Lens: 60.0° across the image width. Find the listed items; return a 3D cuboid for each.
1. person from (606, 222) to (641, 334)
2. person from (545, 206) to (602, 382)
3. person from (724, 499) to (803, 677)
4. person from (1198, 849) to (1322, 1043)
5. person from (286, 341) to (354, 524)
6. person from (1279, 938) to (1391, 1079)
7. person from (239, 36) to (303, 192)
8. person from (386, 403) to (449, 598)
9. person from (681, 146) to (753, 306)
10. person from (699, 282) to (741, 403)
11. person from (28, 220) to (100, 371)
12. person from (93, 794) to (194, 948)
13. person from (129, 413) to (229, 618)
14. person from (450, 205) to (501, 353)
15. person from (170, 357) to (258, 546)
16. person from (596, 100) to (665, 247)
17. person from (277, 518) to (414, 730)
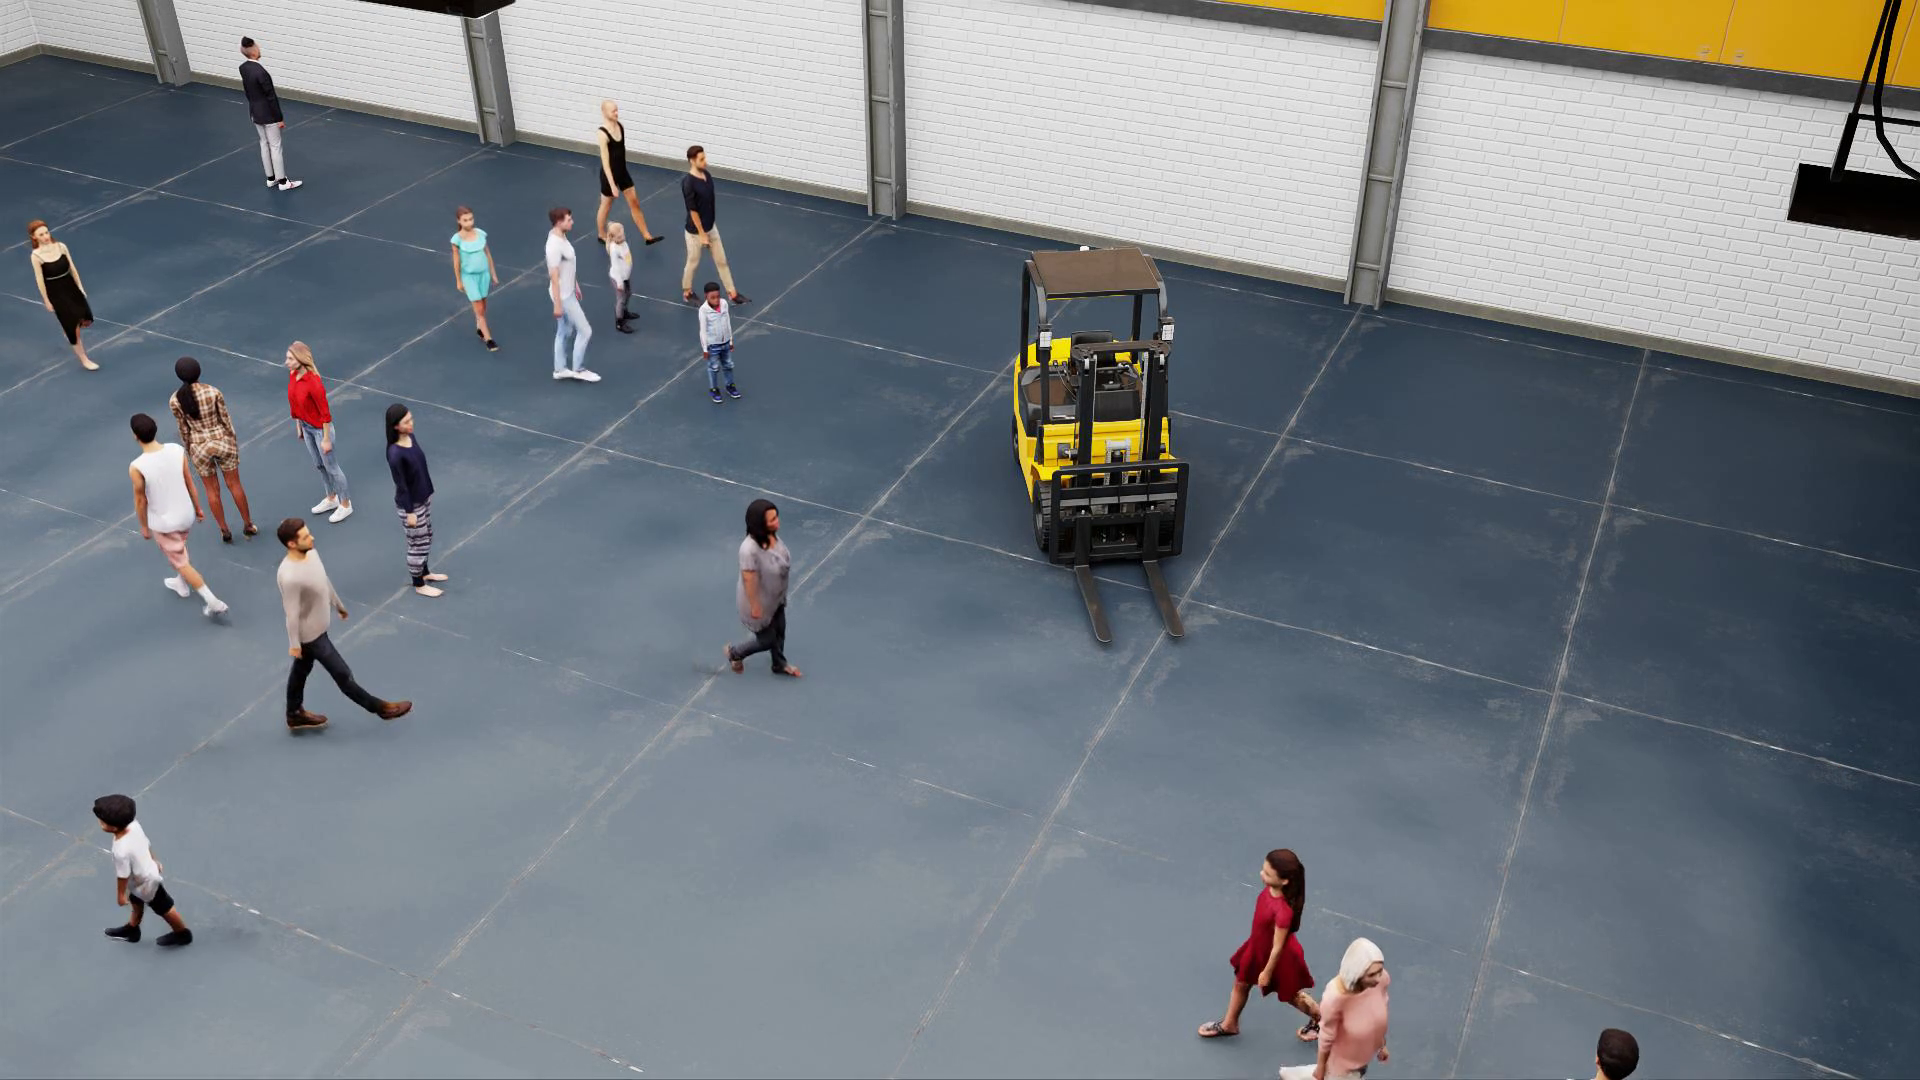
[{"bbox_3d":[-3.636,-2.814,17.716,0.610,1.258,0.665,-2,34,-3],"label":"person"},{"bbox_3d":[-4.057,-2.434,16.627,0.891,1.829,0.840,-4,34,-6],"label":"person"},{"bbox_3d":[-1.549,0.388,12.592,0.839,1.597,0.696,10,35,14],"label":"person"},{"bbox_3d":[1.905,2.390,9.644,1.106,1.527,0.871,-2,34,-4],"label":"person"},{"bbox_3d":[-5.611,-0.956,14.518,0.511,1.705,0.713,22,40,30],"label":"person"},{"bbox_3d":[2.047,2.717,8.995,0.917,1.701,1.134,-23,40,-31],"label":"person"},{"bbox_3d":[-8.779,-5.403,20.986,0.591,1.950,0.815,22,39,29],"label":"person"},{"bbox_3d":[-4.470,-0.341,13.567,0.662,1.733,0.680,0,34,-1],"label":"person"},{"bbox_3d":[-2.878,-3.372,18.047,1.044,1.821,0.688,17,37,23],"label":"person"},{"bbox_3d":[-2.404,-1.987,16.473,0.570,1.257,0.612,-20,39,-27],"label":"person"},{"bbox_3d":[-9.193,-2.516,16.952,0.811,1.607,0.631,18,38,25],"label":"person"},{"bbox_3d":[-5.041,2.079,10.369,0.846,1.242,0.744,-6,34,-9],"label":"person"},{"bbox_3d":[-6.255,-0.152,13.263,1.139,1.754,0.744,19,38,26],"label":"person"},{"bbox_3d":[-5.104,-2.783,17.414,0.783,1.541,0.963,-24,41,-32],"label":"person"},{"bbox_3d":[-6.349,-0.754,14.131,0.676,1.795,0.736,-11,35,-17],"label":"person"},{"bbox_3d":[-4.110,-4.248,19.410,1.075,1.771,0.682,13,36,19],"label":"person"},{"bbox_3d":[-4.760,0.662,11.987,1.280,1.811,1.076,-4,34,-5],"label":"person"}]
